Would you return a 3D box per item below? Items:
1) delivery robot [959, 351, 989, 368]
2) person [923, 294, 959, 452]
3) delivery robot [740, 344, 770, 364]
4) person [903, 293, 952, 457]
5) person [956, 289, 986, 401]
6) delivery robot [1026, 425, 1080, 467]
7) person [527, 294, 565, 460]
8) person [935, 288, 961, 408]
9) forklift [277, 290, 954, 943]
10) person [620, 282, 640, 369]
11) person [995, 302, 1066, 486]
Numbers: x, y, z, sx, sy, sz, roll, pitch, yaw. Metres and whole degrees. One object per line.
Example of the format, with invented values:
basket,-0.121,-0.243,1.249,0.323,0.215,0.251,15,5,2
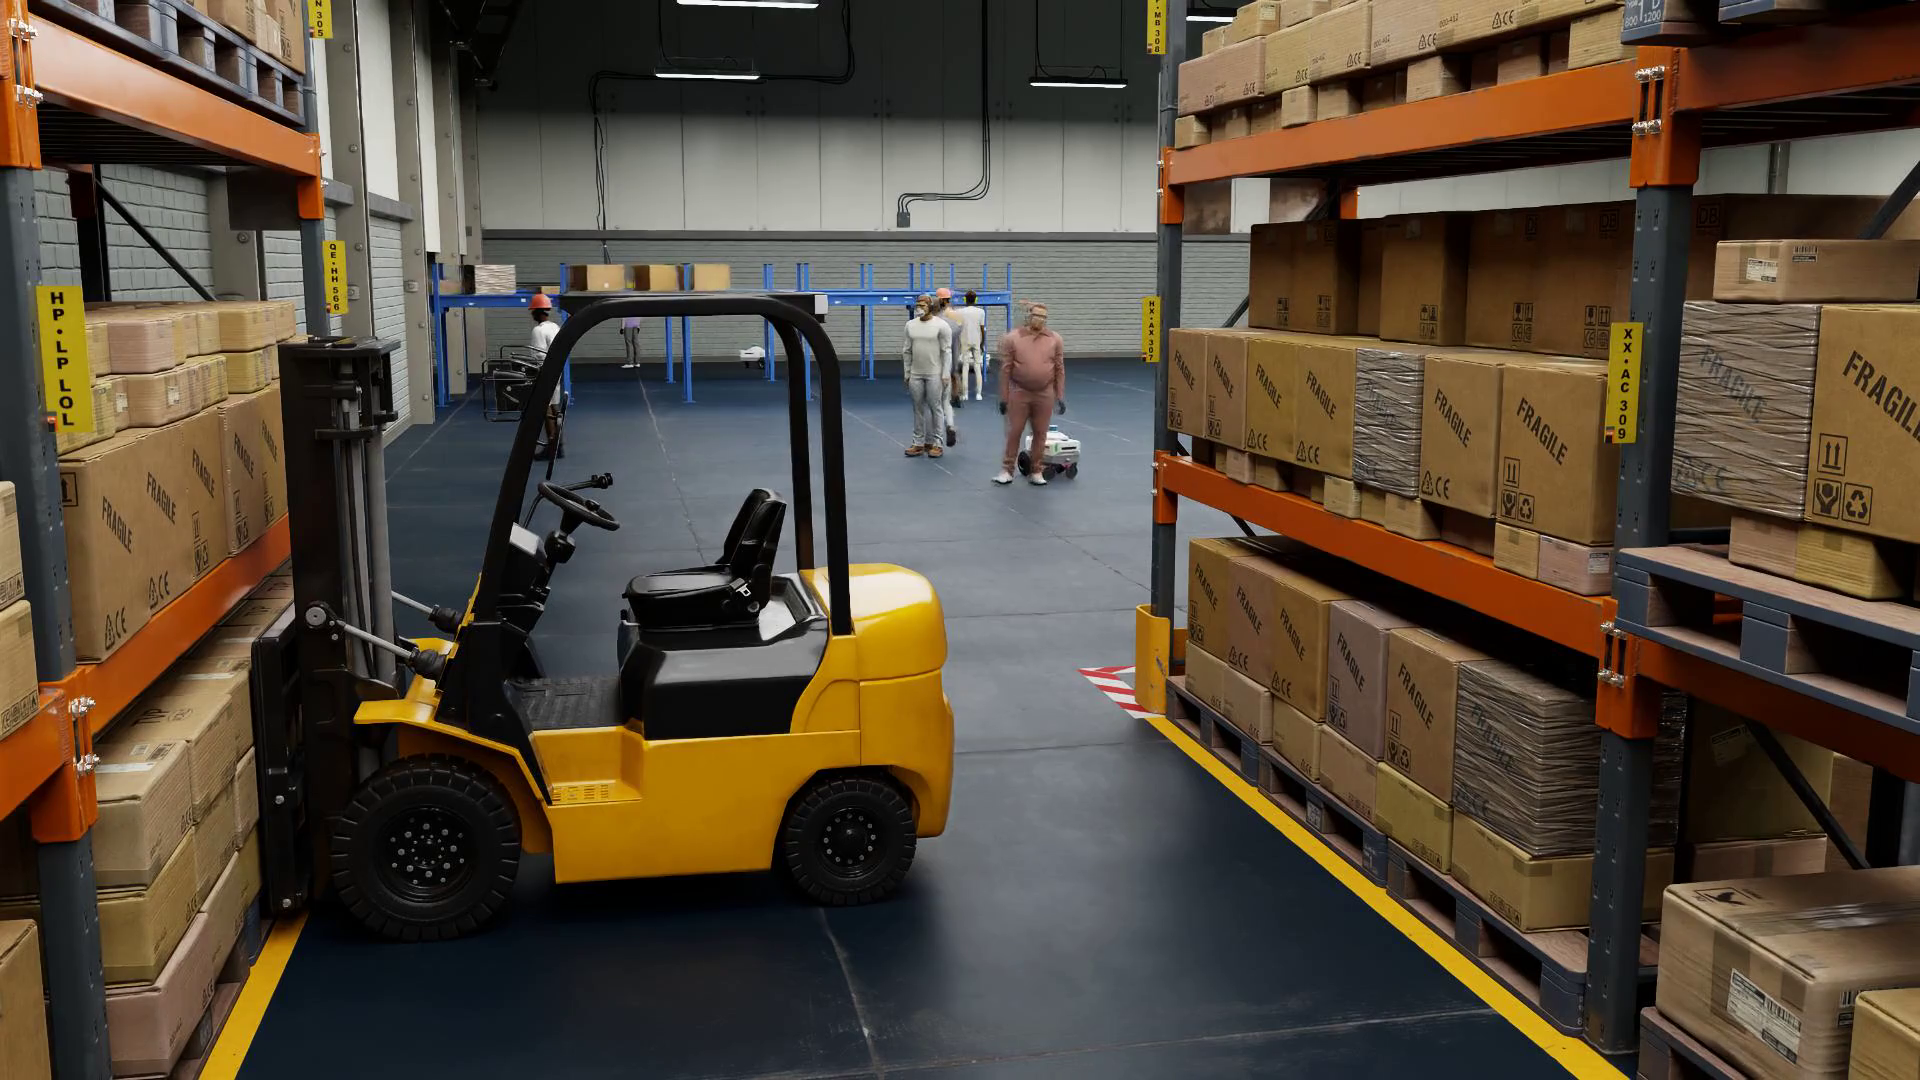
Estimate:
delivery robot,0.279,-3.854,35.382,0.707,0.478,0.477,7,11,37
person,-0.294,-2.031,20.285,0.643,1.921,0.529,-3,10,-20
delivery robot,-4.556,-4.141,37.152,0.707,0.478,0.477,2,10,11
person,-0.397,-1.963,19.820,0.633,1.938,0.356,5,11,29
person,0.180,-3.302,28.210,0.513,1.867,0.328,-2,9,-9
delivery robot,1.005,-0.998,17.993,0.477,0.478,0.707,-5,10,-26
person,-4.880,-1.913,19.522,0.373,1.934,0.551,2,9,11
person,-0.304,-3.069,26.640,0.738,1.909,0.548,-1,9,-5
forklift,-1.179,0.175,6.143,2.313,2.155,1.214,-2,10,-12
person,-7.381,-4.804,37.176,0.366,1.926,0.592,6,11,31
person,0.718,-1.499,17.205,0.746,1.882,0.404,-1,9,-4
